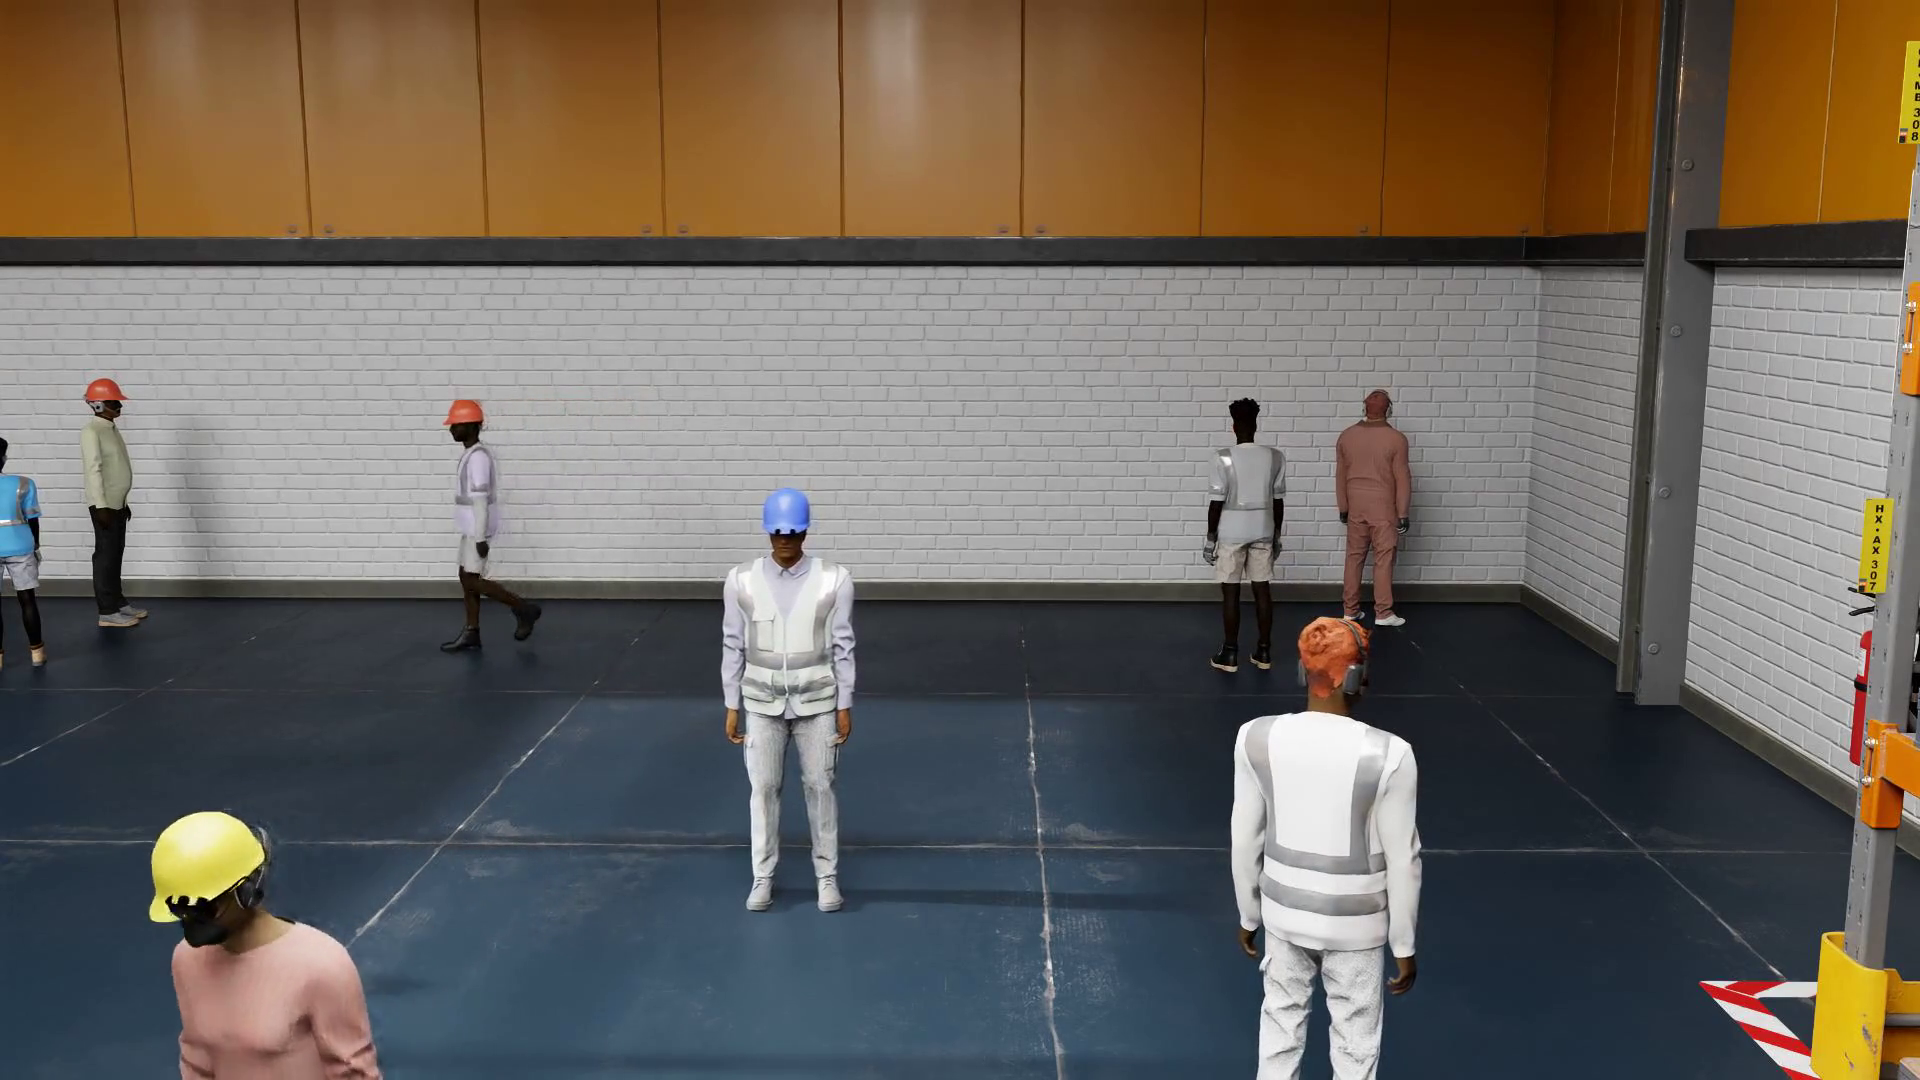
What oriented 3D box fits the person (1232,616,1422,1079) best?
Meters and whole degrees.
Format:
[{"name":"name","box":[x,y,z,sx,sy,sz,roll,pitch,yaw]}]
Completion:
[{"name":"person","box":[1.095,1.159,4.996,0.572,1.886,0.353,6,11,31]}]

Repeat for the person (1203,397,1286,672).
[{"name":"person","box":[2.034,-0.036,11.917,0.610,1.962,0.366,-2,10,-15]}]

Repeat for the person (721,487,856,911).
[{"name":"person","box":[-0.770,0.722,7.456,0.604,1.940,0.413,0,9,1]}]

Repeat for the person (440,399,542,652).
[{"name":"person","box":[-3.570,-0.107,12.478,0.659,1.918,0.547,-3,10,-20]}]

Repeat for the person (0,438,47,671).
[{"name":"person","box":[-6.874,0.095,11.935,0.536,1.695,0.322,-7,12,-35]}]

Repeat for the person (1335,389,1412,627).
[{"name":"person","box":[3.347,-0.255,13.402,0.408,1.907,0.653,-9,13,-44]}]

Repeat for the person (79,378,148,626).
[{"name":"person","box":[-6.864,-0.308,13.449,0.379,1.996,0.611,-2,10,-12]}]

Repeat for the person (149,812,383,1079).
[{"name":"person","box":[-1.533,1.432,3.813,0.569,1.726,0.507,4,10,24]}]
